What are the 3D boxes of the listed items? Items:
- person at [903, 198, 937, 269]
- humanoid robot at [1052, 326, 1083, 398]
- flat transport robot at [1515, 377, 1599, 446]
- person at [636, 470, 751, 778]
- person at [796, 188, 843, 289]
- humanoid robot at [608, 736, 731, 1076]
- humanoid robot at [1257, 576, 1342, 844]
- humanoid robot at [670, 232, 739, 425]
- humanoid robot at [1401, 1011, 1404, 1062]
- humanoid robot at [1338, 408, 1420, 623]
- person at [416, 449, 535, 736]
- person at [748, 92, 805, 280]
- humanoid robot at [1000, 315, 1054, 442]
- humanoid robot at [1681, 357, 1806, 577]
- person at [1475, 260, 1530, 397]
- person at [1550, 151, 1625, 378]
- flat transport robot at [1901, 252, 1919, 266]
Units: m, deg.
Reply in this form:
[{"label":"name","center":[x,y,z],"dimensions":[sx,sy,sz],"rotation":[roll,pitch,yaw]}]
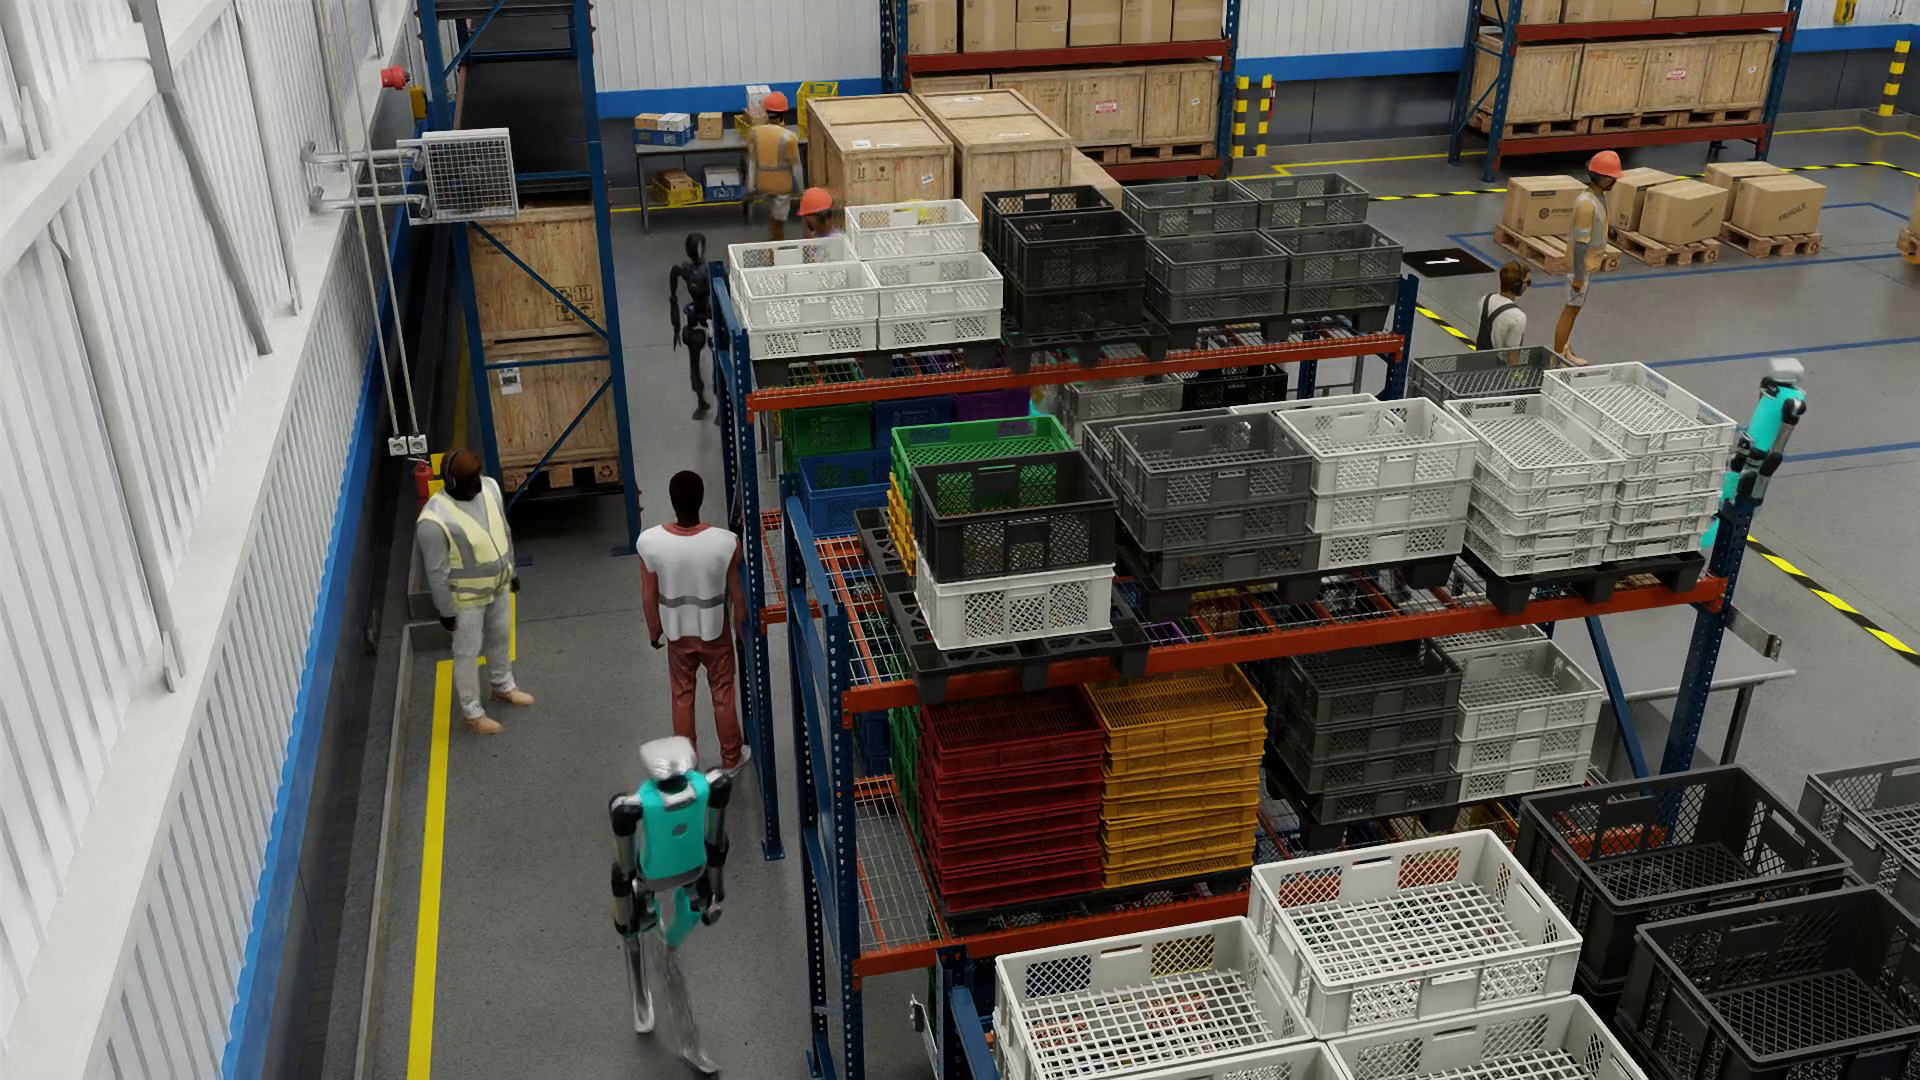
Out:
[{"label":"person","center":[-0.437,-2.128,14.483],"dimensions":[0.524,1.748,0.540],"rotation":[5,28,9]},{"label":"humanoid robot","center":[0.997,-0.849,12.157],"dimensions":[0.745,1.846,0.561],"rotation":[1,28,2]},{"label":"flat transport robot","center":[4.780,-1.036,14.013],"dimensions":[0.659,0.231,1.431],"rotation":[-6,28,-12]},{"label":"person","center":[-1.465,0.499,9.334],"dimensions":[0.595,1.916,0.385],"rotation":[1,28,2]},{"label":"person","center":[-1.158,-1.909,13.789],"dimensions":[0.789,2.011,0.655],"rotation":[-14,31,-25]},{"label":"humanoid robot","center":[-1.372,1.555,7.532],"dimensions":[0.545,1.786,0.822],"rotation":[-15,31,-27]},{"label":"humanoid robot","center":[1.555,0.949,8.693],"dimensions":[0.822,1.797,0.540],"rotation":[5,28,10]},{"label":"humanoid robot","center":[-2.118,-1.772,13.894],"dimensions":[0.601,1.651,0.327],"rotation":[4,28,7]},{"label":"humanoid robot","center":[1.327,2.352,6.043],"dimensions":[0.992,1.775,0.530],"rotation":[1,28,1]},{"label":"humanoid robot","center":[2.754,-0.103,10.800],"dimensions":[0.818,1.618,0.609],"rotation":[-16,32,-28]},{"label":"person","center":[-2.856,0.292,9.820],"dimensions":[0.432,1.833,0.635],"rotation":[12,30,22]},{"label":"person","center":[-1.854,-3.711,17.332],"dimensions":[0.576,1.900,0.876],"rotation":[12,30,21]},{"label":"humanoid robot","center":[0.534,-1.240,12.855],"dimensions":[0.726,1.803,0.538],"rotation":[2,28,4]},{"label":"humanoid robot","center":[5.108,-0.351,11.198],"dimensions":[0.786,1.832,0.560],"rotation":[3,28,5]},{"label":"person","center":[4.095,-1.252,12.743],"dimensions":[0.342,1.839,0.500],"rotation":[-9,29,-17]},{"label":"person","center":[5.574,-2.453,14.801],"dimensions":[0.371,2.040,0.614],"rotation":[14,31,24]},{"label":"flat transport robot","center":[10.608,-2.840,17.405],"dimensions":[0.652,0.197,1.431],"rotation":[-3,28,-6]}]
